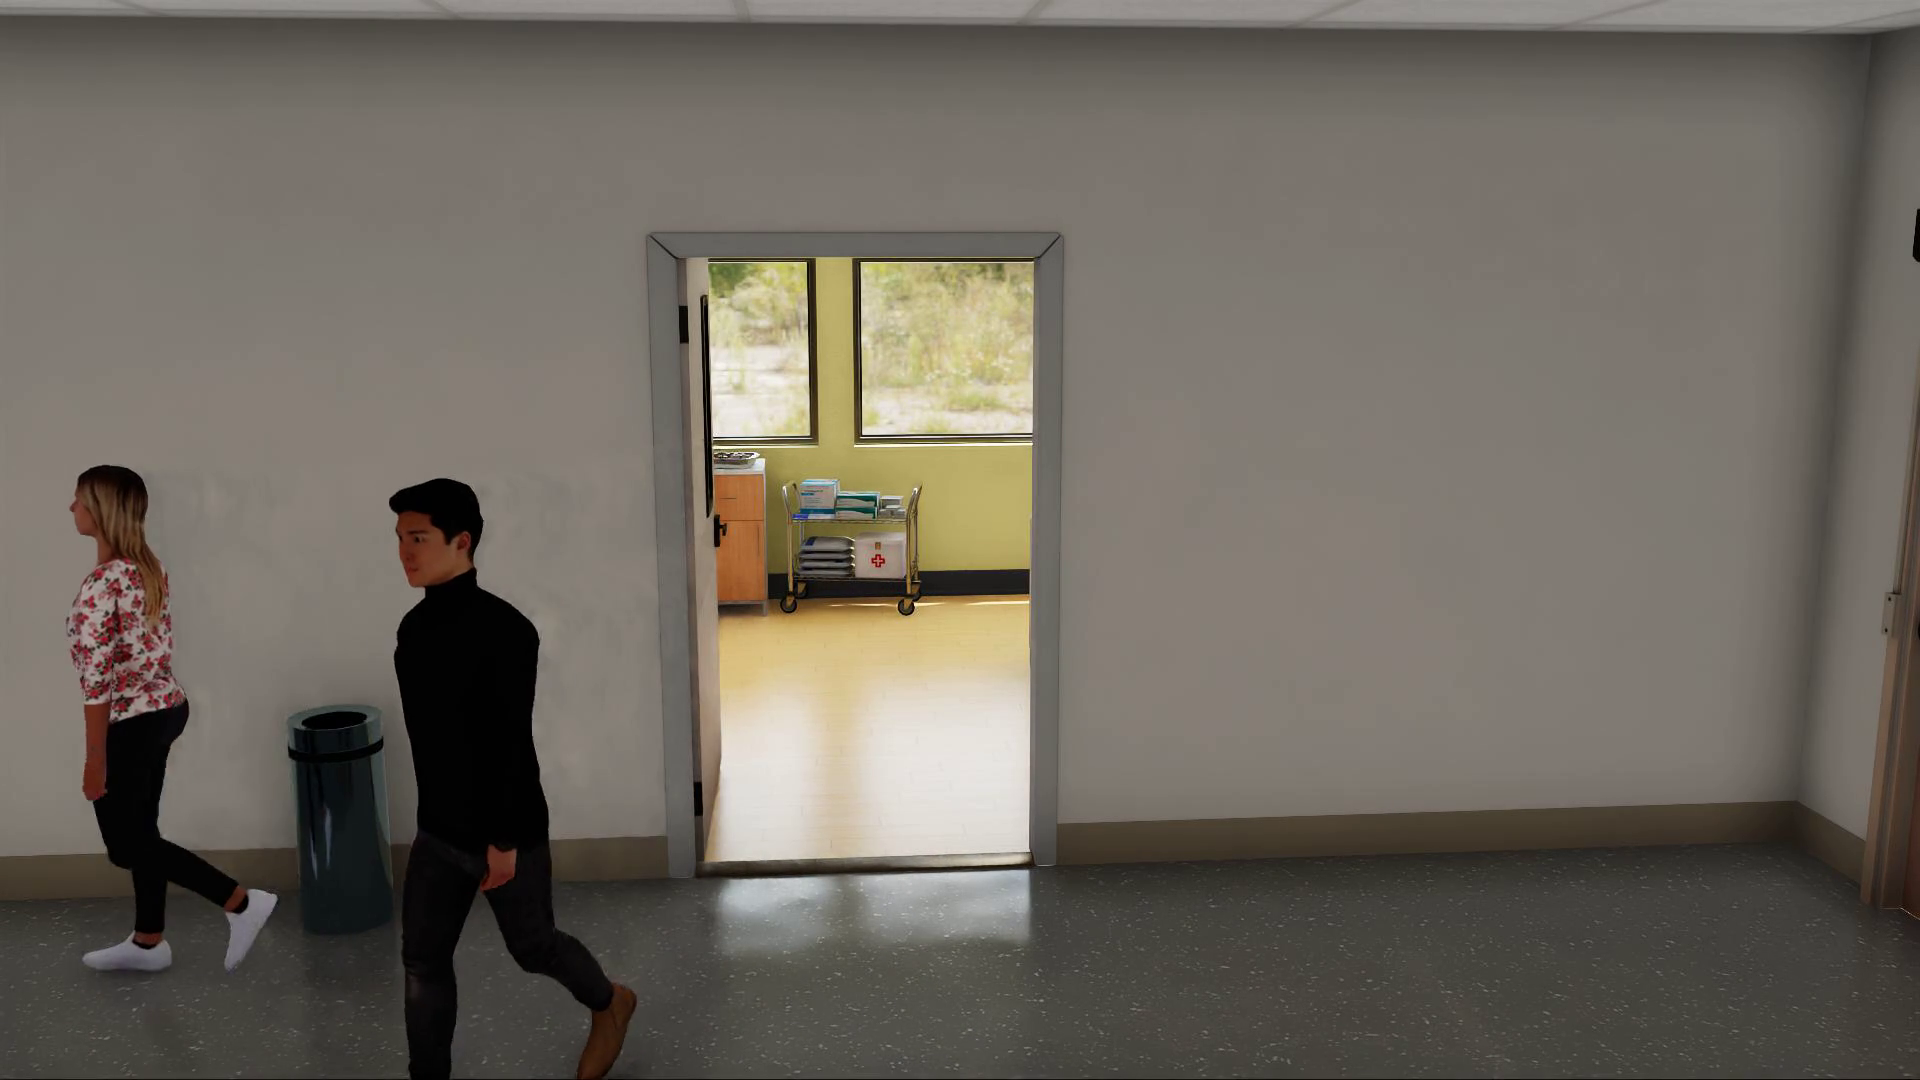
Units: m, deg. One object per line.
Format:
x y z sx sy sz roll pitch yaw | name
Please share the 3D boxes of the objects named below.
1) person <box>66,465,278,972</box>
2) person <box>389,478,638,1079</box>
-2.437 0.586 5.077 0.871 1.615 0.575 -1 11 -3 | person
-1.171 0.689 4.293 1.111 1.706 1.095 6 12 30 | person
